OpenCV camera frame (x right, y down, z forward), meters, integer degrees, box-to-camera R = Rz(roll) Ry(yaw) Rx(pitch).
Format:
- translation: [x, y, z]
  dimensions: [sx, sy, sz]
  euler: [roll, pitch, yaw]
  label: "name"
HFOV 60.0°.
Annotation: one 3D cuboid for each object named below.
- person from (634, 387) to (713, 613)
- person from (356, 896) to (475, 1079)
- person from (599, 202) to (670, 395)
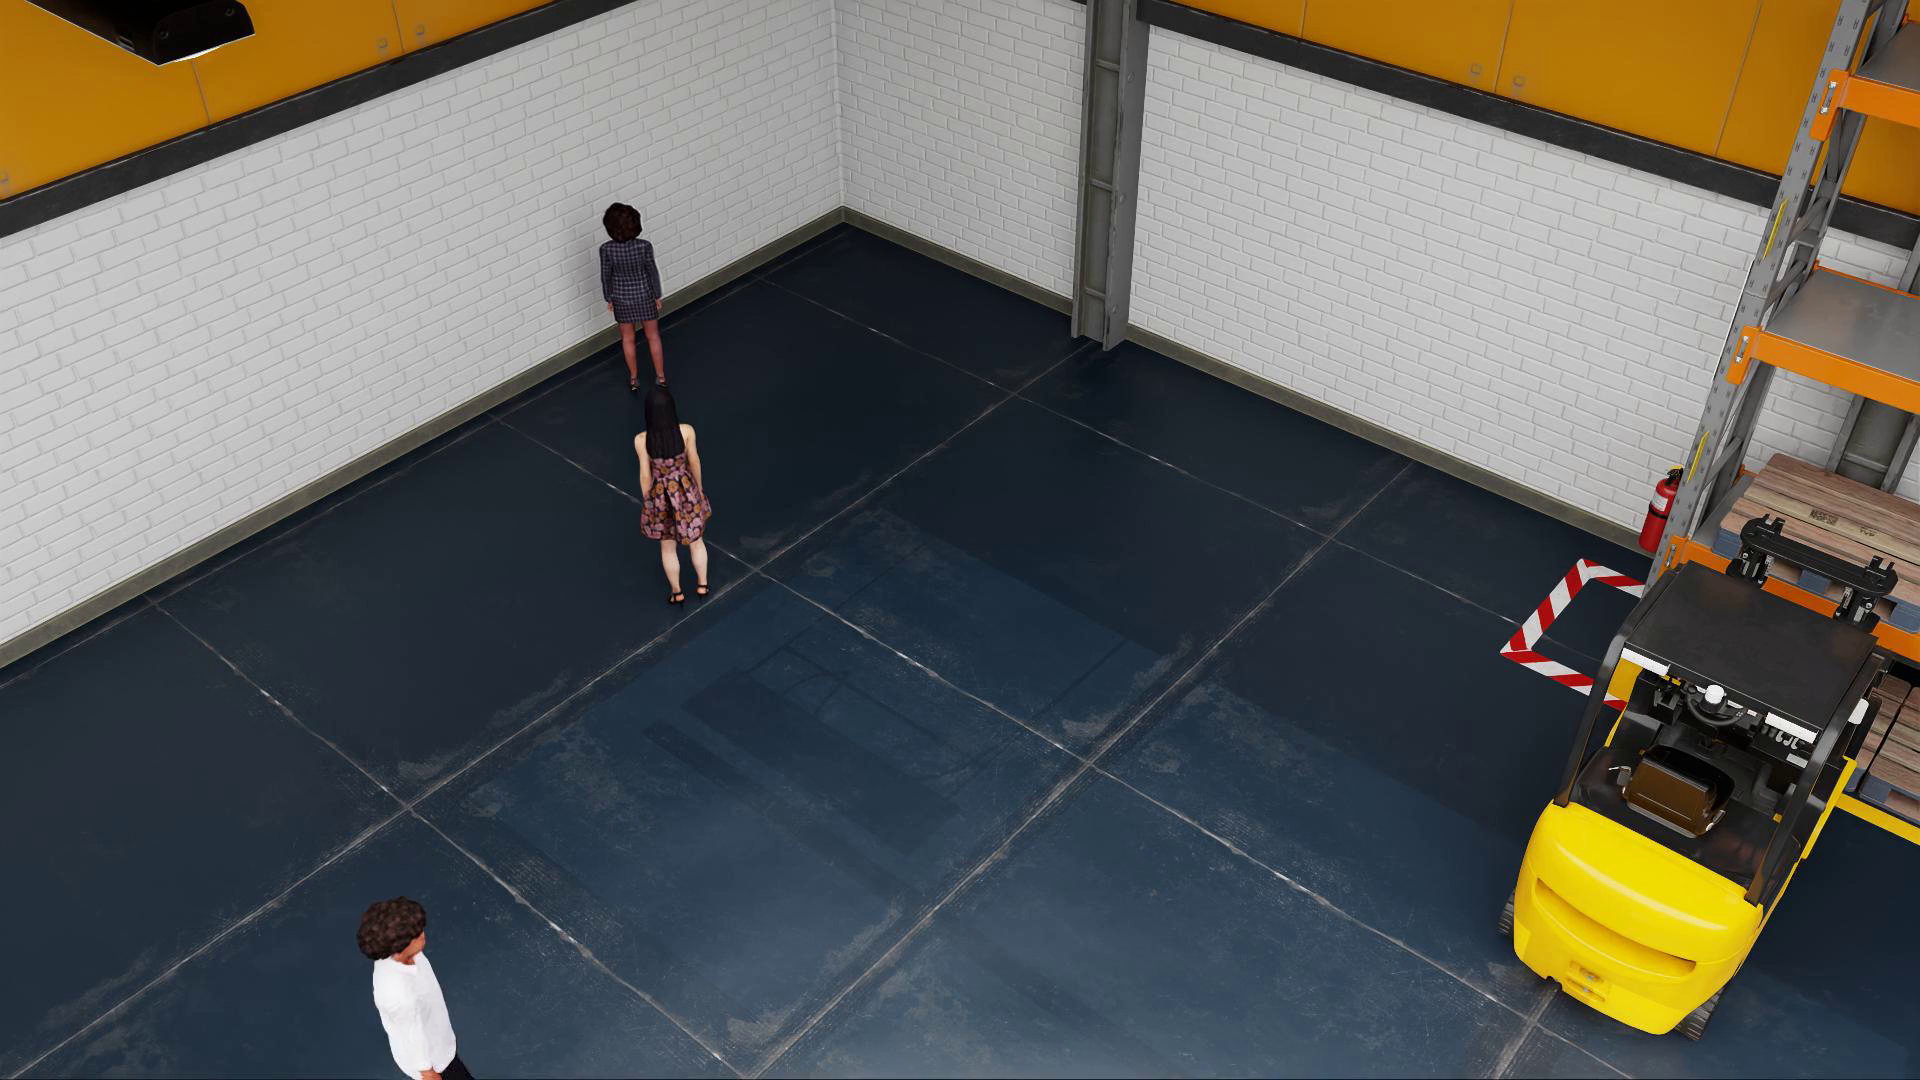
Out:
- translation: [-1.941, -0.274, 11.244]
  dimensions: [0.786, 1.773, 0.820]
  euler: [-15, 41, -18]
  label: "person"
- translation: [-2.623, 2.388, 7.892]
  dimensions: [0.876, 1.797, 0.812]
  euler: [-11, 40, -14]
  label: "person"
- translation: [-2.619, -1.924, 13.369]
  dimensions: [0.692, 1.701, 0.743]
  euler: [-5, 39, -6]
  label: "person"
